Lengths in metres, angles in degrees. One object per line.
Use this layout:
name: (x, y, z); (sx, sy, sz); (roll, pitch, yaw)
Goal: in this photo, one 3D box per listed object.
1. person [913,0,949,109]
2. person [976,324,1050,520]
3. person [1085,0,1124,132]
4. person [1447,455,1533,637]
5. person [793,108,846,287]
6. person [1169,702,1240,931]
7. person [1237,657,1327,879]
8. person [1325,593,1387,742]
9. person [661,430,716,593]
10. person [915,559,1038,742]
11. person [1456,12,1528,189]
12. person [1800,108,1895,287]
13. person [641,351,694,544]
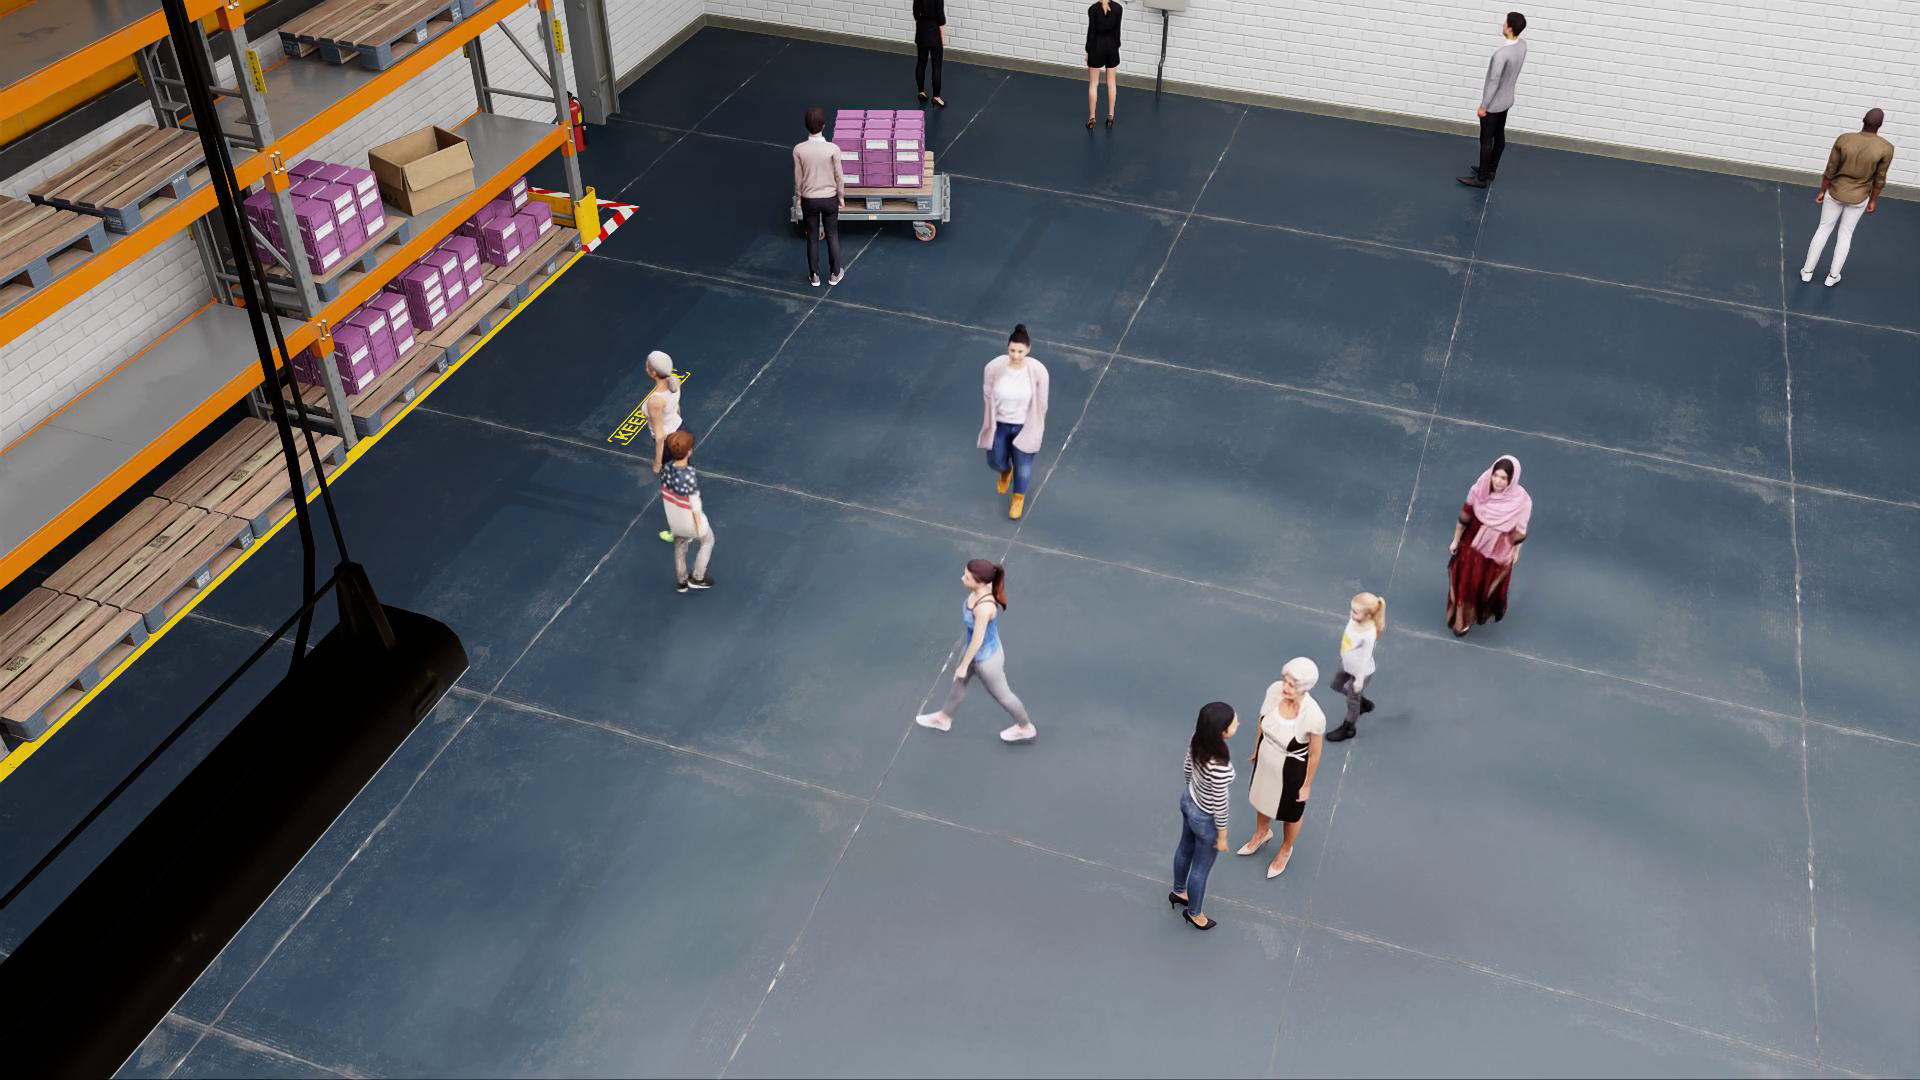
person: (-0.362, -5.917, 19.545); (0.665, 1.660, 0.652); (28, 46, 30)
person: (0.448, -0.996, 13.321); (0.777, 1.738, 0.817); (7, 39, 9)
person: (1.623, -5.561, 19.012); (0.663, 1.767, 0.687); (-9, 39, -11)
person: (3.878, 0.006, 12.157); (0.740, 1.624, 0.792); (25, 45, 28)
person: (-1.373, -3.333, 16.191); (0.695, 1.807, 0.657); (0, 39, 0)
person: (1.453, 1.651, 9.961); (0.711, 1.795, 0.616); (-10, 40, -12)
person: (2.013, 1.401, 10.306); (0.713, 1.755, 0.701); (-25, 45, -28)
person: (2.774, 0.860, 11.371); (0.704, 1.270, 0.657); (-9, 39, -11)
person: (-2.111, -0.167, 12.528); (0.592, 1.431, 0.592); (22, 44, 26)
person: (0.241, 0.780, 11.235); (0.895, 1.566, 1.093); (0, 39, 1)
person: (5.779, -4.721, 17.836); (0.885, 1.923, 0.723); (30, 47, 32)
person: (8.635, -3.338, 16.184); (0.754, 1.825, 0.640); (20, 43, 23)
person: (-2.254, -0.737, 13.025); (0.675, 1.702, 0.476); (10, 40, 12)
